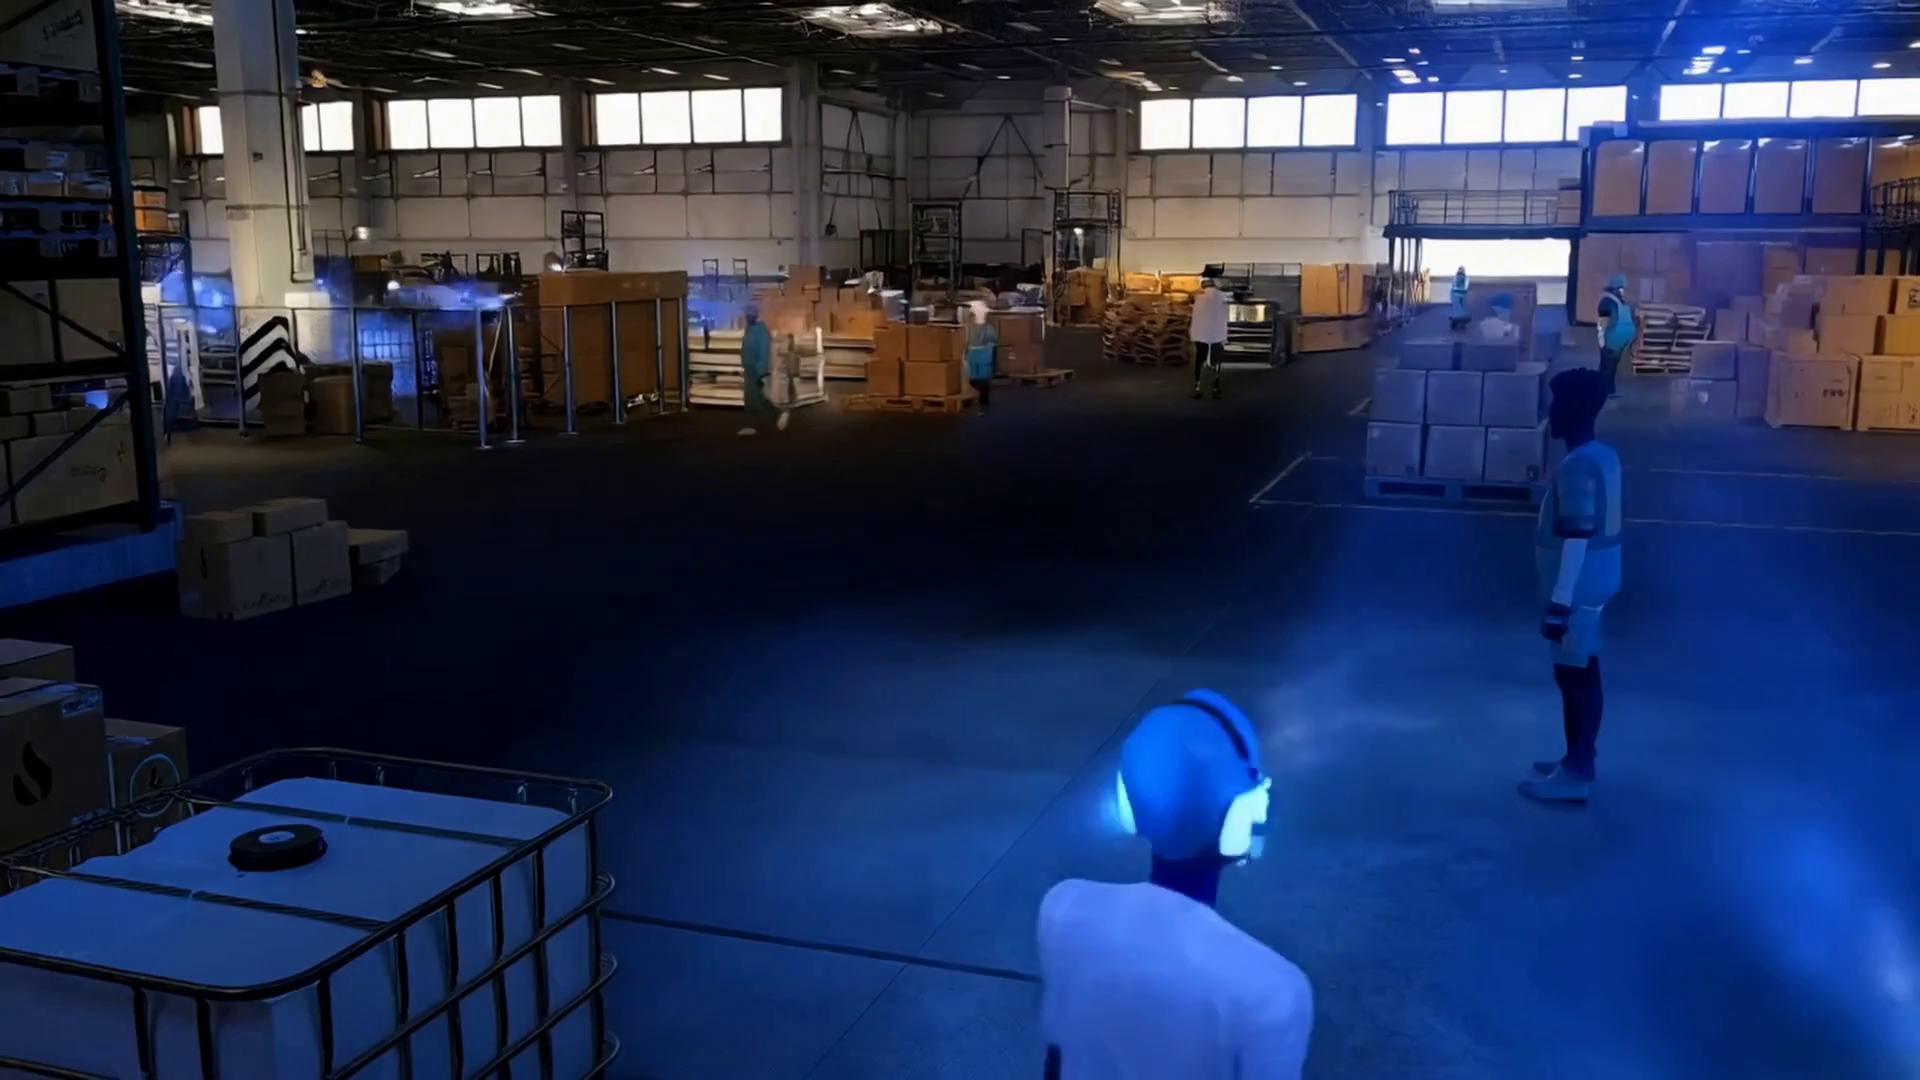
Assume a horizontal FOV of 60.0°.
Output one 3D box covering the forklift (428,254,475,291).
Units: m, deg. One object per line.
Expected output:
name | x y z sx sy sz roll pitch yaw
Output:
forklift | -20.133 -10.254 65.465 1.157 1.987 2.680 3 11 19

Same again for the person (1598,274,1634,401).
person | 10.556 -3.254 26.763 0.538 2.000 0.689 8 13 39

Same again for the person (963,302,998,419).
person | 0.339 -2.619 24.197 0.550 1.677 0.586 7 12 33

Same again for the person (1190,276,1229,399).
person | 4.049 -3.272 26.995 0.611 1.995 0.381 1 10 4

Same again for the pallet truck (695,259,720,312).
pallet truck | -9.165 -9.627 62.776 0.823 1.965 1.885 4 11 23

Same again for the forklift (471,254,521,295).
forklift | -17.990 -10.121 64.684 1.157 1.987 2.680 3 11 17

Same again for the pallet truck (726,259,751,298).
pallet truck | -7.986 -9.493 62.019 0.823 1.965 1.885 3 11 17

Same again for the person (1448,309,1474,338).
person | 6.233 -1.958 20.336 0.710 1.734 0.557 8 13 37

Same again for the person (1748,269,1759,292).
person | 26.476 -8.308 55.732 0.577 1.848 0.563 -7 12 -34

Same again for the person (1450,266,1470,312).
person | 15.819 -7.750 52.636 0.606 1.839 0.922 3 11 18

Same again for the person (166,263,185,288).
person | -27.181 -8.646 57.608 0.520 1.870 0.666 3 10 14

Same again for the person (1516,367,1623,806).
person | 2.756 0.209 7.466 0.373 1.966 0.607 7 12 33

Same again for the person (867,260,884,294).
person | -2.671 -7.735 51.992 0.615 2.041 0.392 -8 13 -37

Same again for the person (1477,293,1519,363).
person | 6.671 -2.121 20.748 0.711 1.912 0.575 -10 14 -44

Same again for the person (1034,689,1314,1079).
person | 0.268 1.147 2.526 0.522 1.857 0.493 9 13 40

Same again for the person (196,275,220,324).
person | -18.593 -5.659 41.118 0.542 1.750 0.367 -1 10 -8

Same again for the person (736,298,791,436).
person | -2.608 -2.280 21.903 0.658 1.818 0.592 -7 12 -35
